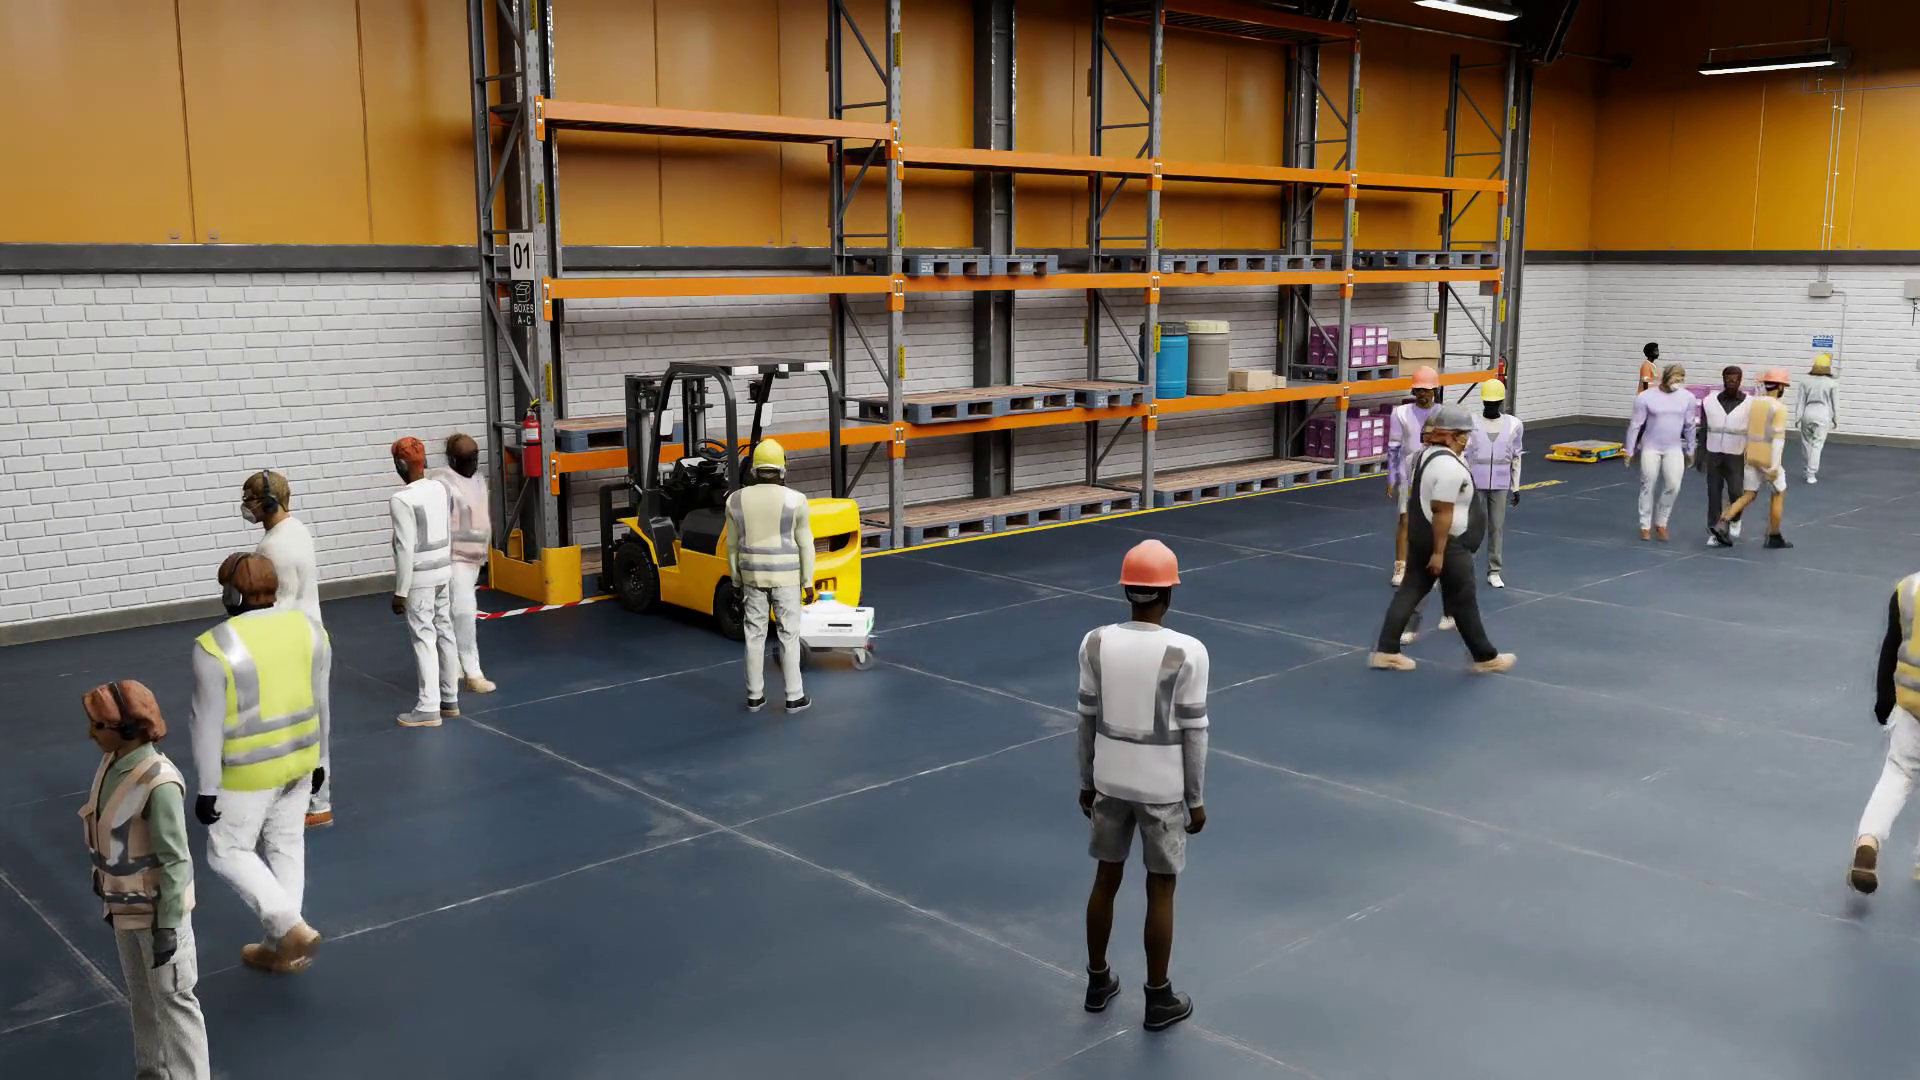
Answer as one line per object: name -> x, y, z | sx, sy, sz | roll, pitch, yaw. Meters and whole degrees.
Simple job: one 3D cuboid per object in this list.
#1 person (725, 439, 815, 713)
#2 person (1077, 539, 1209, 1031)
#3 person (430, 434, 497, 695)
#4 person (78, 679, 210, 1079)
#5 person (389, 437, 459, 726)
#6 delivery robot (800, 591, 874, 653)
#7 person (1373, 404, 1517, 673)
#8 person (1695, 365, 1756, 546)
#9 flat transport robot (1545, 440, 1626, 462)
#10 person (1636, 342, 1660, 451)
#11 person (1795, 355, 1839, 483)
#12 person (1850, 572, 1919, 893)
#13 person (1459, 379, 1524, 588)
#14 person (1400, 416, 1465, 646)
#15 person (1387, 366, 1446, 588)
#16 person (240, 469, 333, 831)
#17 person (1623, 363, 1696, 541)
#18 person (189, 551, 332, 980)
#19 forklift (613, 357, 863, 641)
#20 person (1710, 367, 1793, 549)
person -> -1.244, 0.242, 11.057 | 0.600, 1.836, 0.404 | 2, 10, 11
person -> 0.729, 0.958, 6.641 | 0.558, 1.924, 0.426 | 6, 12, 33
person -> -3.460, 0.163, 11.639 | 0.614, 1.808, 0.690 | 2, 10, 10
person -> -2.765, 1.265, 5.647 | 0.513, 1.639, 0.311 | 9, 13, 42
person -> -3.484, 0.267, 10.771 | 0.361, 1.886, 0.574 | 3, 10, 15
delivery robot -> -0.991, 0.622, 12.307 | 0.707, 0.478, 0.477 | 0, 10, 1
person -> 3.522, -0.036, 12.087 | 1.043, 2.000, 0.690 | -1, 10, -5
person -> 8.090, -0.897, 17.528 | 0.597, 1.905, 0.536 | 7, 12, 35
flat transport robot -> 9.396, -1.335, 24.871 | 1.431, 0.197, 0.652 | -9, 14, -44
person -> 10.742, -2.233, 25.949 | 0.318, 1.700, 0.535 | 6, 11, 32
person -> 11.598, -1.640, 22.490 | 0.503, 1.691, 0.900 | 7, 12, 37
person -> 4.589, 0.813, 7.841 | 0.808, 1.806, 0.657 | -5, 11, -29
person -> 4.835, -0.514, 15.227 | 0.594, 1.922, 0.375 | 1, 10, 8
person -> 3.778, -0.104, 13.225 | 0.526, 1.799, 0.971 | 7, 12, 36
person -> 4.219, -0.569, 15.207 | 0.614, 2.039, 0.391 | 2, 10, 14
person -> -3.565, 0.581, 8.823 | 0.371, 1.930, 0.624 | -3, 10, -17
person -> 7.435, -0.923, 17.665 | 0.757, 1.904, 0.531 | 1, 10, 8
person -> -2.879, 0.954, 6.914 | 0.496, 1.825, 0.641 | 5, 11, 28
forklift -> -1.847, -0.414, 13.852 | 1.214, 2.155, 2.313 | -9, 13, -42
person -> 8.245, -0.836, 17.210 | 0.802, 1.904, 0.562 | -3, 10, -18
